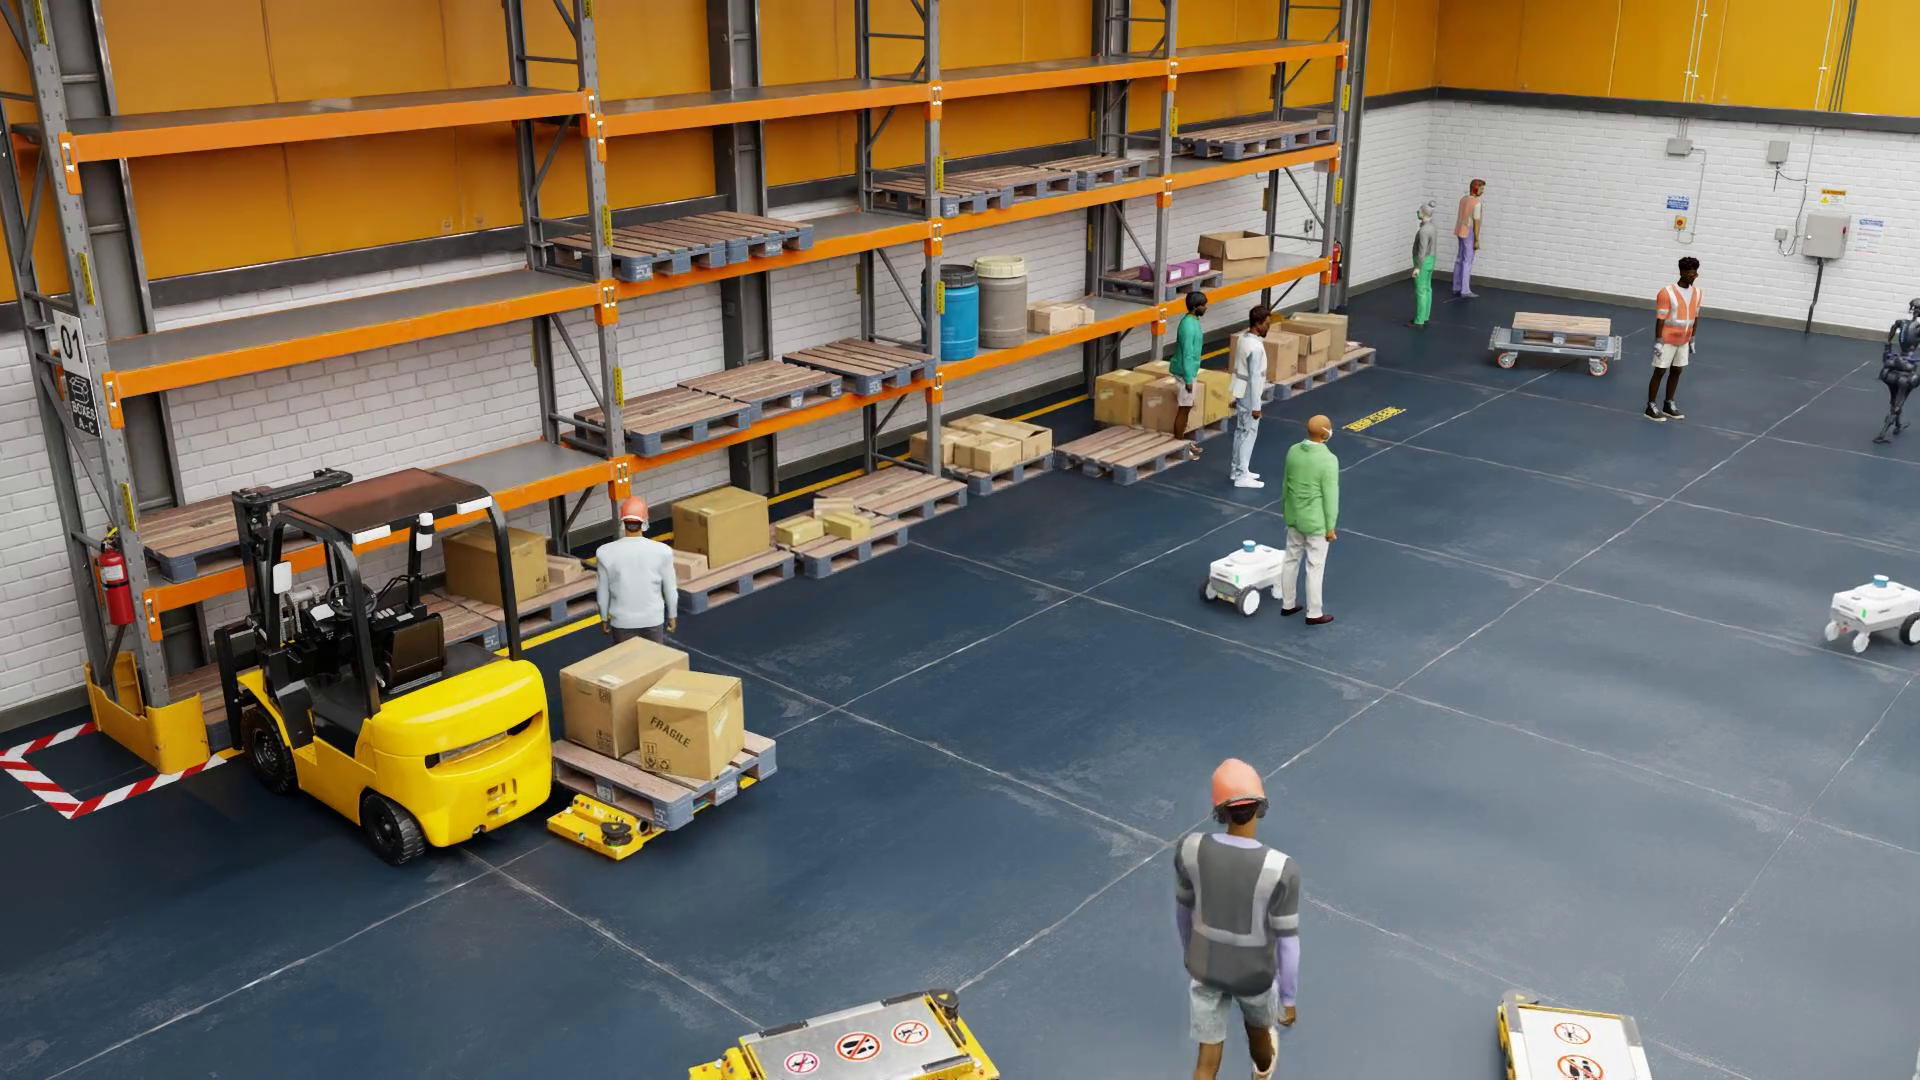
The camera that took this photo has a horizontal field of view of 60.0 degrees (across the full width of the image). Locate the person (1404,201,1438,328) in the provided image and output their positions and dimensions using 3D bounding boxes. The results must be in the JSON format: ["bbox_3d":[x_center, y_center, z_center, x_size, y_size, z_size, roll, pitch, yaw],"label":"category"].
[{"bbox_3d":[6.715,-4.001,24.129,0.344,1.838,0.510,13,24,31],"label":"person"}]

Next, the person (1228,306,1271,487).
[{"bbox_3d":[2.995,-1.483,17.209,0.408,1.908,0.595,-2,20,-4],"label":"person"}]

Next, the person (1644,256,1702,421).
[{"bbox_3d":[8.399,-2.366,19.536,0.596,1.958,0.369,-6,21,-17],"label":"person"}]

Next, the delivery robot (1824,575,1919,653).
[{"bbox_3d":[7.492,0.585,13.580,0.790,0.614,0.499,-9,22,-23],"label":"delivery robot"}]

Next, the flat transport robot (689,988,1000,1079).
[{"bbox_3d":[-0.582,2.659,8.346,1.431,0.231,0.659,-9,22,-22],"label":"flat transport robot"}]

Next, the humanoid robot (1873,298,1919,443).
[{"bbox_3d":[10.693,-1.924,18.780,0.759,1.623,0.613,-9,22,-23],"label":"humanoid robot"}]

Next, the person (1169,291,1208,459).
[{"bbox_3d":[2.482,-1.804,18.172,0.404,1.843,0.496,4,21,11],"label":"person"}]

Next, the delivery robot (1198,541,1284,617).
[{"bbox_3d":[2.456,0.315,14.309,0.804,0.611,0.499,-17,26,-39],"label":"delivery robot"}]

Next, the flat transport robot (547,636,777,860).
[{"bbox_3d":[-1.984,1.658,11.058,0.659,0.231,1.431,14,24,33],"label":"flat transport robot"}]

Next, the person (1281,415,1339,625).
[{"bbox_3d":[2.906,-0.172,13.833,0.387,1.783,0.537,-15,25,-35],"label":"person"}]

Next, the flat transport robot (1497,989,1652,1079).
[{"bbox_3d":[3.046,2.733,8.147,0.659,0.231,1.431,4,21,11],"label":"flat transport robot"}]

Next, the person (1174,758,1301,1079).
[{"bbox_3d":[1.307,1.960,7.784,0.655,1.959,1.092,9,22,23],"label":"person"}]

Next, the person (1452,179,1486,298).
[{"bbox_3d":[7.974,-4.740,26.130,0.396,1.837,0.563,-4,21,-10],"label":"person"}]

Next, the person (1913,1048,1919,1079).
[{"bbox_3d":[4.980,1.907,7.995,0.630,1.933,0.363,-10,22,-25],"label":"person"}]

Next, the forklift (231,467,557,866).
[{"bbox_3d":[-3.730,0.710,10.856,2.313,2.155,1.214,17,26,38],"label":"forklift"}]

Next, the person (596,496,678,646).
[{"bbox_3d":[-2.323,0.522,12.010,0.575,1.738,0.351,-4,21,-9],"label":"person"}]
